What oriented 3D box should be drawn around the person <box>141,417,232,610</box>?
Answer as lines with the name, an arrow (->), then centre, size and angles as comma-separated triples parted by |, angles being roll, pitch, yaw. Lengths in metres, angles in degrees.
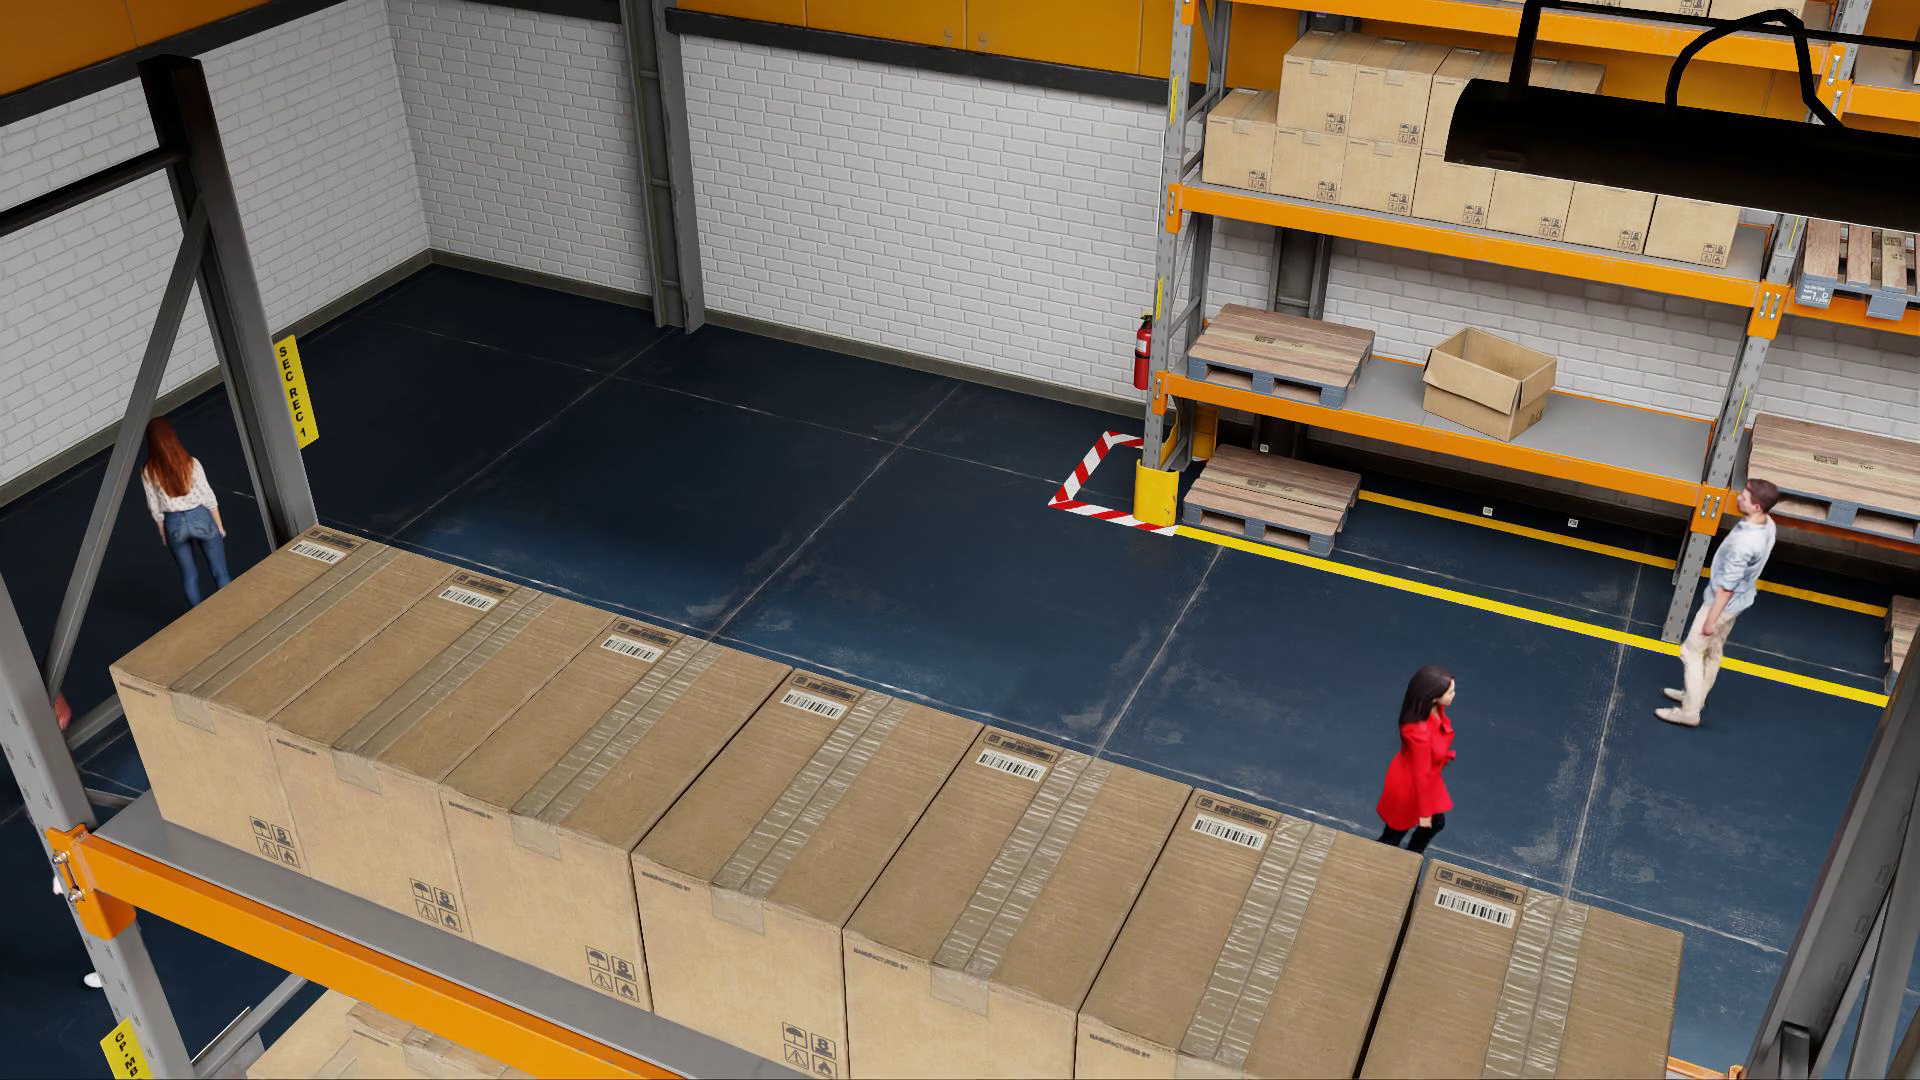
person -> -5.408, -0.092, 11.676 | 0.635, 1.728, 0.708 | -9, 35, -14

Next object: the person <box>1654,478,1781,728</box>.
person -> 5.028, 0.415, 10.806 | 0.731, 1.847, 0.746 | 27, 42, 34

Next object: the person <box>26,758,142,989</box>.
person -> -4.767, 1.674, 8.968 | 0.707, 1.786, 0.669 | -6, 34, -9

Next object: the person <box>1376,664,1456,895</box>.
person -> 2.478, 1.391, 9.437 | 0.649, 1.737, 0.650 | 12, 35, 17
